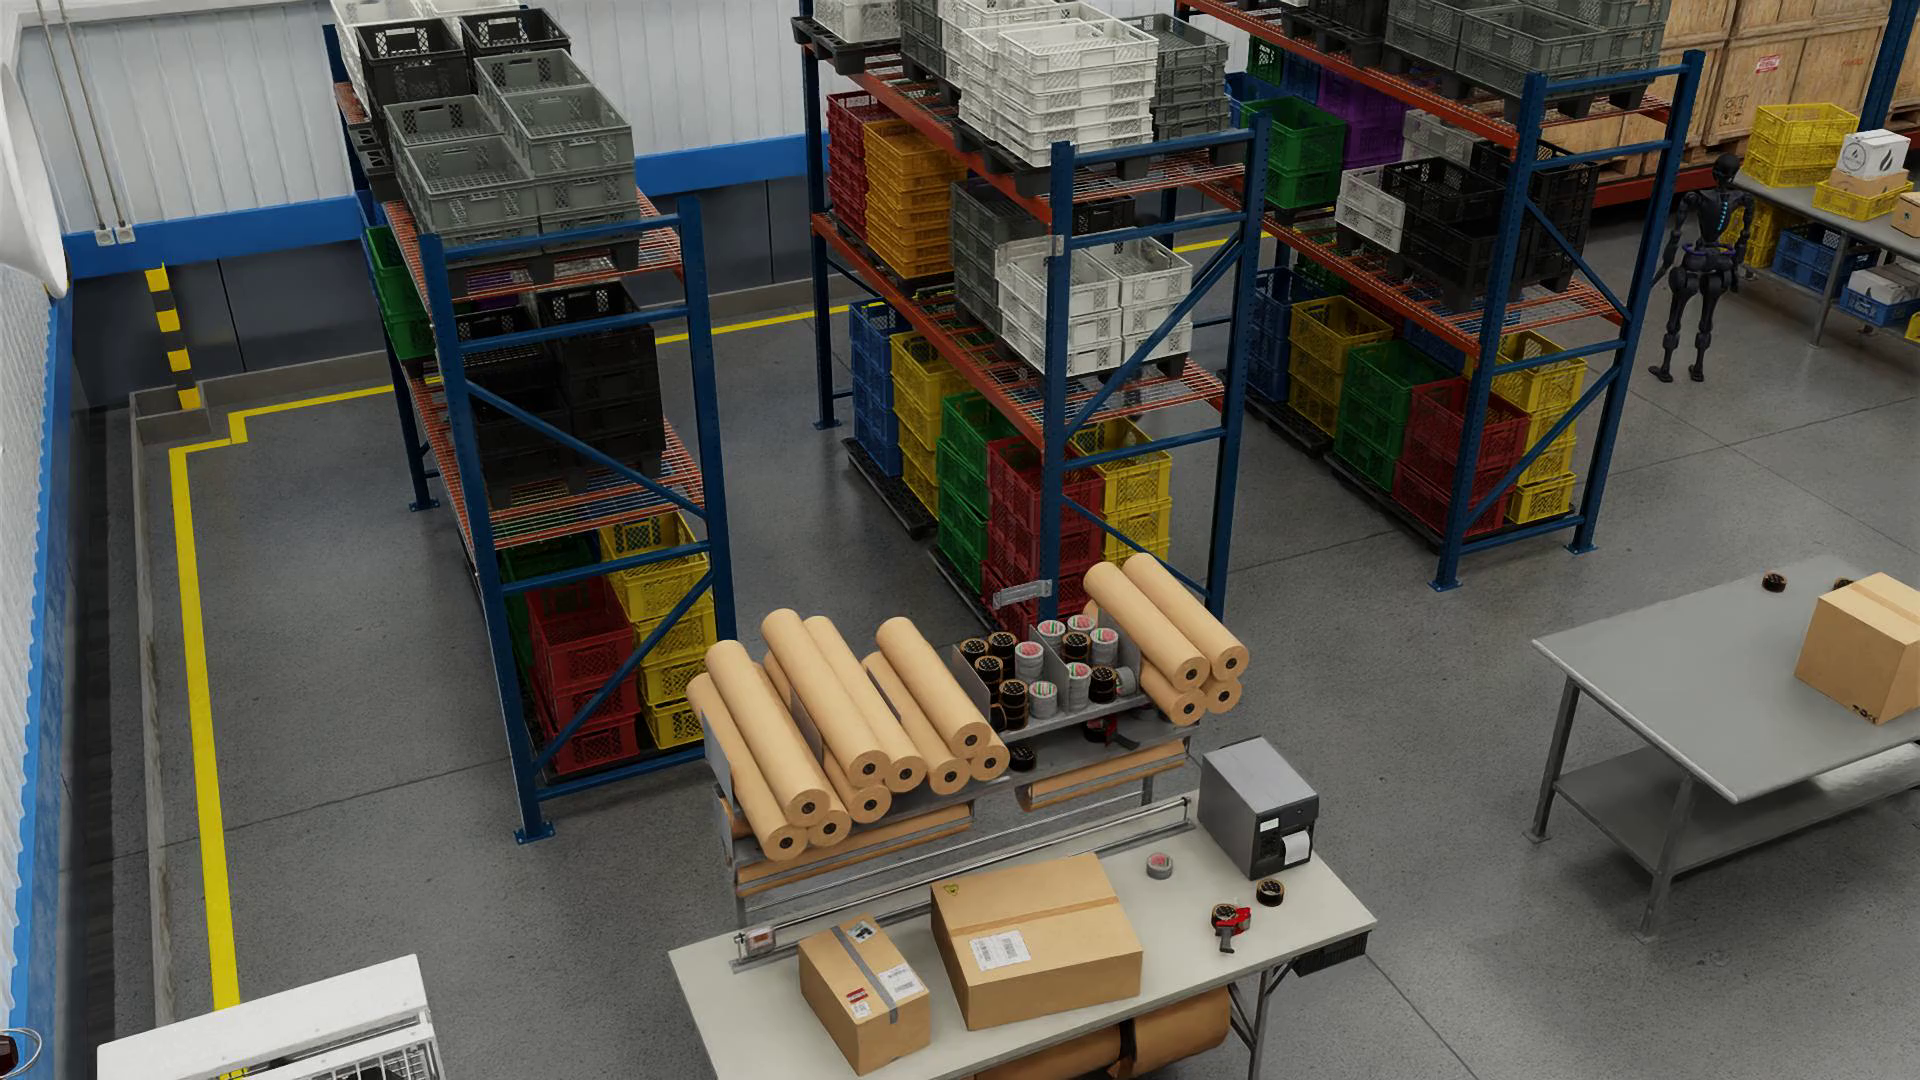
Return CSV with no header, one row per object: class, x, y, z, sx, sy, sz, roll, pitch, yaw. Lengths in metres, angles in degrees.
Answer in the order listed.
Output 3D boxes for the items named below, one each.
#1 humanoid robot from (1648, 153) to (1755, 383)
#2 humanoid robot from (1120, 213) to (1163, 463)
humanoid robot,5.226,-1.919,11.731,0.611,1.657,0.309,0,32,0
humanoid robot,1.143,-1.278,10.724,0.376,1.649,0.619,3,32,4
